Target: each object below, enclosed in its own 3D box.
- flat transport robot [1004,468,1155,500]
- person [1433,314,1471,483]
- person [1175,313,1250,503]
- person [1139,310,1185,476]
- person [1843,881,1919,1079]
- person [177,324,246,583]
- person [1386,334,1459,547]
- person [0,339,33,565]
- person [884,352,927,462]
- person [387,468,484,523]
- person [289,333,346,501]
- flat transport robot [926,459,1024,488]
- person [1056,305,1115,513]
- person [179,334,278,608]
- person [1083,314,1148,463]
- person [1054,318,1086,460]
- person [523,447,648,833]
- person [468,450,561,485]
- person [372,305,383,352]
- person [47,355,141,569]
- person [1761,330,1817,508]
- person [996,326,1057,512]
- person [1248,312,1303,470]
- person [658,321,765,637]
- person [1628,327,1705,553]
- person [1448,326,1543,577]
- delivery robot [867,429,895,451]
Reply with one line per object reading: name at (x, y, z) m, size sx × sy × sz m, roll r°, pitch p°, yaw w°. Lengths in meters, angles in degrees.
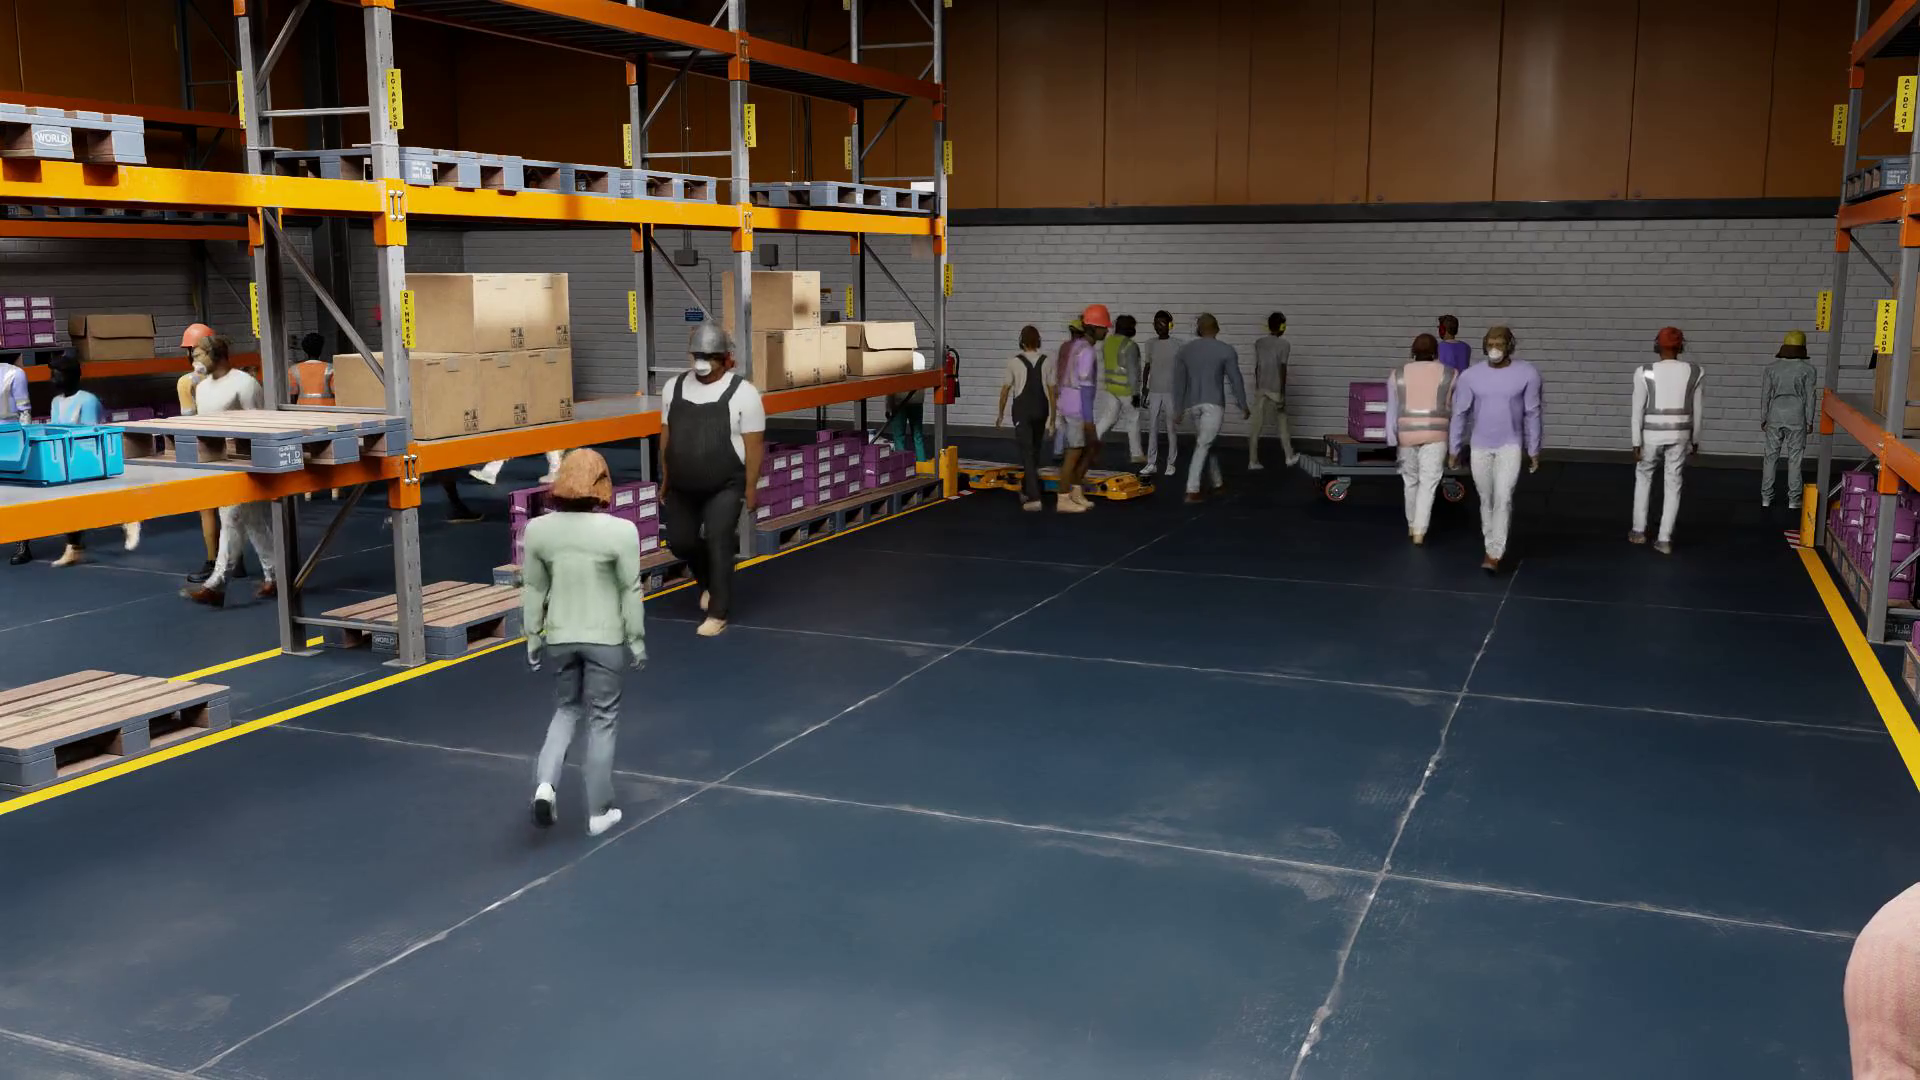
flat transport robot at (1.229, -0.599, 17.221) m, size 1.431 × 0.197 × 0.652 m, roll 6°, pitch 11°, yaw 32°
person at (5.239, -1.491, 17.862) m, size 0.571 × 1.843 × 0.373 m, roll -6°, pitch 11°, yaw -31°
person at (2.528, -1.332, 16.770) m, size 0.657 × 1.883 × 1.010 m, roll 8°, pitch 12°, yaw 39°
person at (2.297, -1.661, 18.829) m, size 0.532 × 1.868 × 0.310 m, roll 5°, pitch 11°, yaw 28°
person at (1.442, 1.078, 2.115) m, size 0.642 × 1.909 × 0.410 m, roll -1°, pitch 9°, yaw -4°
person at (-5.629, -0.644, 12.457) m, size 0.356 × 1.936 × 0.551 m, roll 3°, pitch 10°, yaw 19°
person at (3.960, -0.857, 14.212) m, size 0.621 × 1.799 × 0.976 m, roll 4°, pitch 10°, yaw 24°
person at (-7.642, -0.759, 13.153) m, size 0.552 × 1.936 × 0.360 m, roll -1°, pitch 9°, yaw -7°
person at (-0.602, -1.446, 17.877) m, size 0.531 × 1.762 × 0.348 m, roll -8°, pitch 12°, yaw -38°
person at (-4.781, -1.050, 14.984) m, size 0.608 × 1.922 × 0.998 m, roll 9°, pitch 13°, yaw 43°
person at (-6.474, -1.235, 16.770) m, size 0.535 × 1.697 × 0.318 m, roll -2°, pitch 10°, yaw -10°
flat transport robot at (0.029, -0.737, 18.059) m, size 1.431 × 0.197 × 0.652 m, roll 9°, pitch 13°, yaw 43°
person at (1.178, -1.230, 15.842) m, size 0.582 × 2.002 × 0.640 m, roll 0°, pitch 9°, yaw 1°
person at (-5.162, -0.478, 11.594) m, size 0.652 × 1.889 × 0.971 m, roll 6°, pitch 11°, yaw 33°
person at (1.901, -1.788, 19.811) m, size 0.858 × 1.800 × 0.645 m, roll -5°, pitch 11°, yaw -29°
person at (1.353, -1.837, 20.320) m, size 0.557 × 1.727 × 0.543 m, roll -4°, pitch 10°, yaw -25°
person at (-1.559, 0.434, 6.876) m, size 0.505 × 1.624 × 0.411 m, roll 2°, pitch 10°, yaw 12°
person at (-4.786, -1.555, 17.977) m, size 1.050 × 1.939 × 0.627 m, roll -7°, pitch 11°, yaw -34°
person at (-7.448, -2.163, 21.889) m, size 1.031 × 1.865 × 0.619 m, roll -9°, pitch 13°, yaw -43°
person at (-6.910, -0.633, 13.175) m, size 0.530 × 1.672 × 0.644 m, roll 4°, pitch 10°, yaw 24°
person at (8.122, -1.185, 16.320) m, size 0.492 × 1.742 × 0.324 m, roll 8°, pitch 12°, yaw 39°
person at (0.667, -1.183, 16.233) m, size 0.542 × 1.785 × 1.007 m, roll -2°, pitch 10°, yaw -11°
person at (3.668, -1.735, 19.434) m, size 0.527 × 1.818 × 0.954 m, roll 8°, pitch 12°, yaw 41°
person at (-1.608, -0.414, 10.753) m, size 0.704 × 2.000 × 0.663 m, roll 2°, pitch 10°, yaw 15°
person at (5.902, -0.850, 13.956) m, size 0.584 × 1.854 × 0.808 m, roll 2°, pitch 10°, yaw 14°
person at (4.062, -0.674, 12.732) m, size 0.663 × 1.897 × 0.939 m, roll 5°, pitch 11°, yaw 30°
delivery robot at (-0.979, -0.986, 18.424) m, size 0.707 × 0.478 × 0.477 m, roll 4°, pitch 10°, yaw 22°
